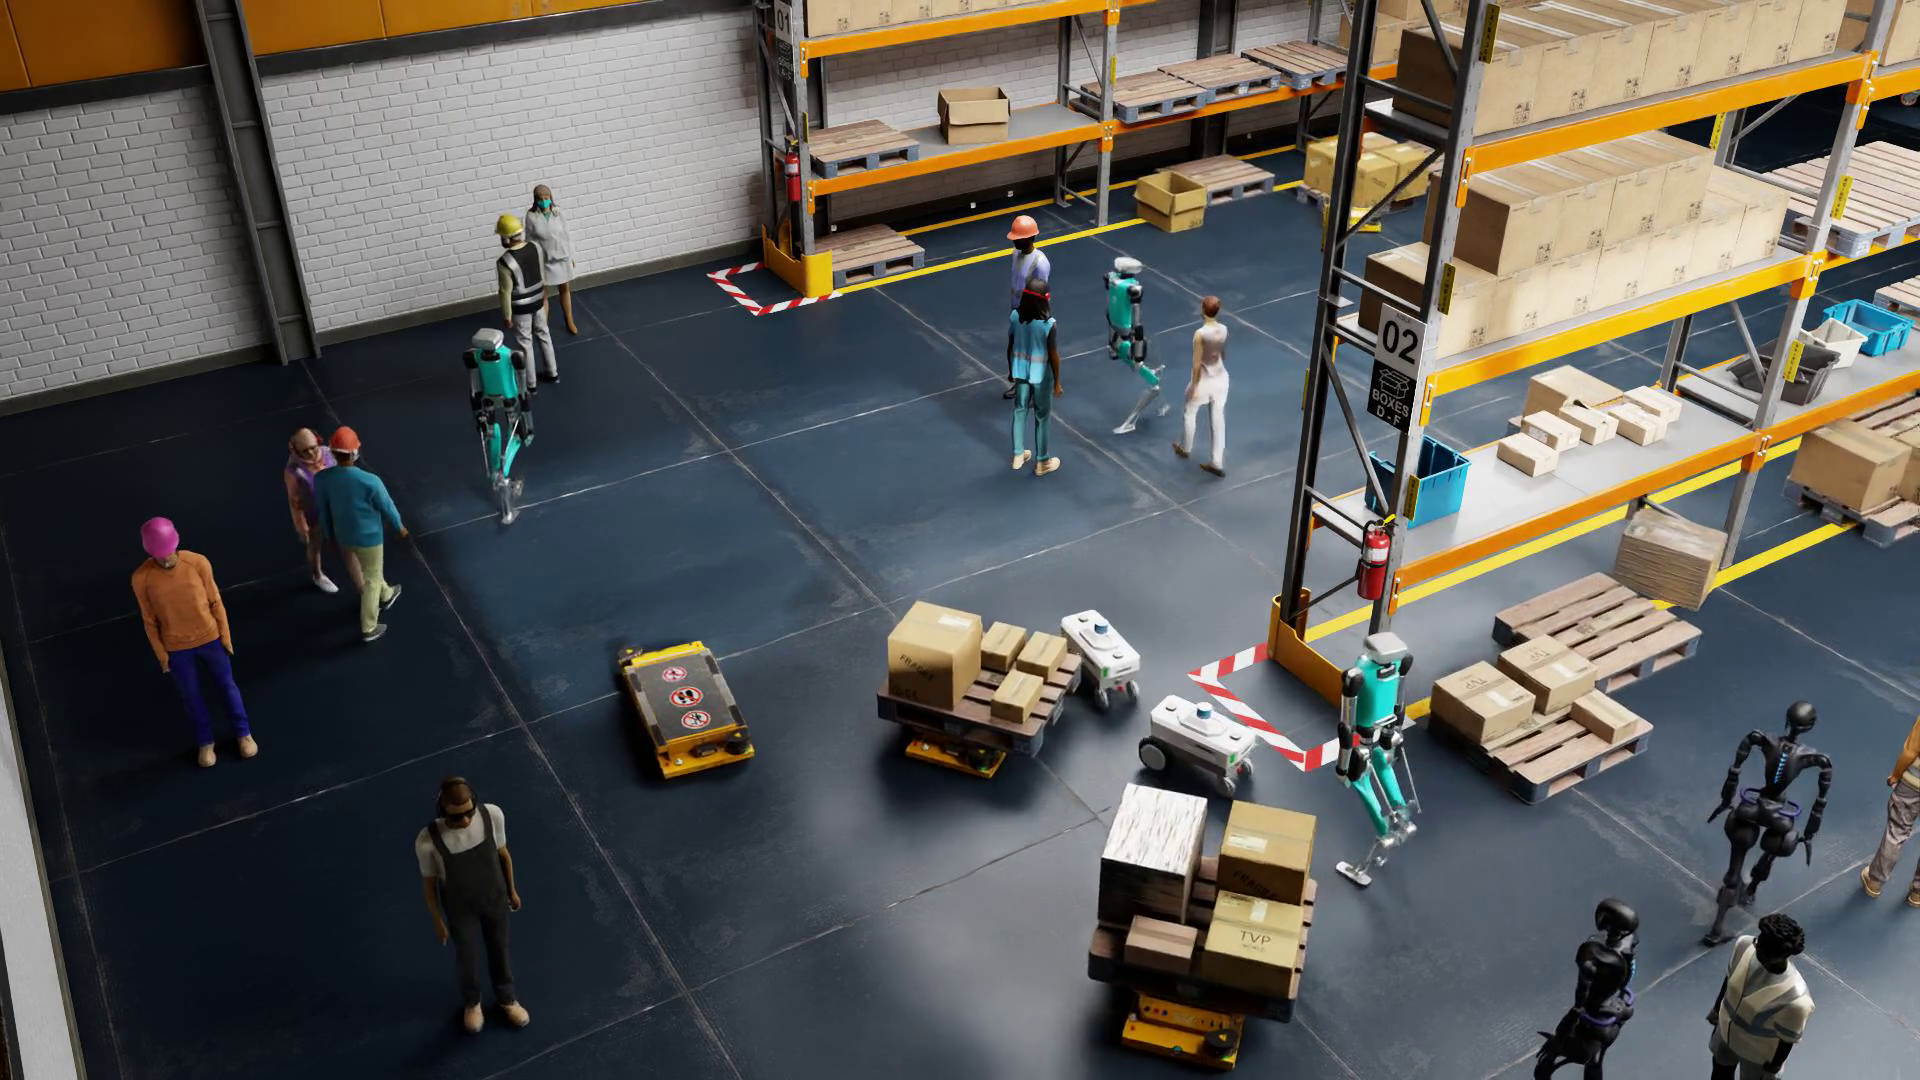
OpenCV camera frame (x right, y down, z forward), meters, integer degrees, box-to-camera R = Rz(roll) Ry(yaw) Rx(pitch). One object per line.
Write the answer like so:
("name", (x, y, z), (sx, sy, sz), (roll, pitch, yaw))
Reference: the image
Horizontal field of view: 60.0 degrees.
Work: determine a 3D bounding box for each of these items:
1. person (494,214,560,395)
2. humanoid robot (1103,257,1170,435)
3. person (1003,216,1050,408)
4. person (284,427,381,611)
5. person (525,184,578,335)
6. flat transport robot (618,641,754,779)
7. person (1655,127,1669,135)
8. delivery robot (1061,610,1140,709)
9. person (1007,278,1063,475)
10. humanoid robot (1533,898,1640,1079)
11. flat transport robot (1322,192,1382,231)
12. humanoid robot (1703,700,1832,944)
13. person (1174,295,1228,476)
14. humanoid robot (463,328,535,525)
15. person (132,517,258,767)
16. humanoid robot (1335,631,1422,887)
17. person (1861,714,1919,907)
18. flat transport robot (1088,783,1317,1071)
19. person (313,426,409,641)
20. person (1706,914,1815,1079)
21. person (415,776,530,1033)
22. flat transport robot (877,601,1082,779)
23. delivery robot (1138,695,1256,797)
("person", (-4.287, -2.319, 16.326), (0.404, 1.825, 0.588), (18, 36, 26))
("humanoid robot", (1.771, -1.814, 15.672), (0.822, 1.870, 0.556), (-14, 35, -20))
("person", (0.630, -2.203, 16.039), (0.382, 1.931, 0.540), (-18, 36, -26))
("person", (-4.995, -0.169, 13.060), (0.934, 1.631, 0.488), (28, 41, 37))
("person", (-4.279, -2.917, 17.423), (0.488, 1.659, 0.343), (-13, 34, -19))
("flat transport robot", (-2.029, 1.191, 12.184), (0.659, 0.231, 1.431), (-13, 34, -19))
("person", (8.946, -5.301, 21.092), (0.934, 1.796, 0.591), (12, 34, 18))
("delivery robot", (1.037, 0.848, 12.461), (0.499, 0.593, 0.789), (-14, 35, -21))
("person", (0.658, -1.460, 14.908), (0.542, 1.865, 0.375), (19, 37, 27))
("humanoid robot", (3.308, 2.512, 8.757), (0.601, 1.645, 0.475), (-26, 40, -35))
("flat transport robot", (4.856, -4.205, 20.790), (0.659, 0.231, 1.431), (3, 32, 5))
("humanoid robot", (4.889, 1.701, 10.094), (0.611, 1.623, 0.754), (22, 38, 31))
("person", (2.227, -1.423, 15.077), (0.457, 1.599, 0.765), (-17, 36, -25))
("humanoid robot", (-3.927, -0.900, 14.127), (0.548, 1.734, 0.988), (4, 32, 6))
("person", (-5.262, 0.687, 11.390), (0.509, 1.976, 0.406), (-16, 35, -24))
("humanoid robot", (2.682, 1.441, 10.395), (0.543, 1.770, 0.696), (-19, 37, -28))
("person", (6.008, 1.502, 10.266), (0.479, 1.776, 0.319), (14, 35, 20))
("flat transport robot", (1.446, 2.535, 10.040), (0.659, 0.231, 1.431), (9, 33, 15))
("person", (-4.613, -0.080, 12.856), (0.578, 1.726, 0.746), (9, 33, 14))
("person", (4.092, 2.583, 8.629), (0.321, 1.693, 0.534), (-9, 33, -13))
("person", (-2.737, 2.038, 9.367), (0.510, 1.835, 0.425), (-23, 39, -32))
("flat transport robot", (0.190, 1.189, 12.187), (0.659, 0.231, 1.431), (13, 34, 20))
("delivery robot", (1.665, 1.395, 11.606), (0.814, 0.612, 0.499), (23, 39, 32))
